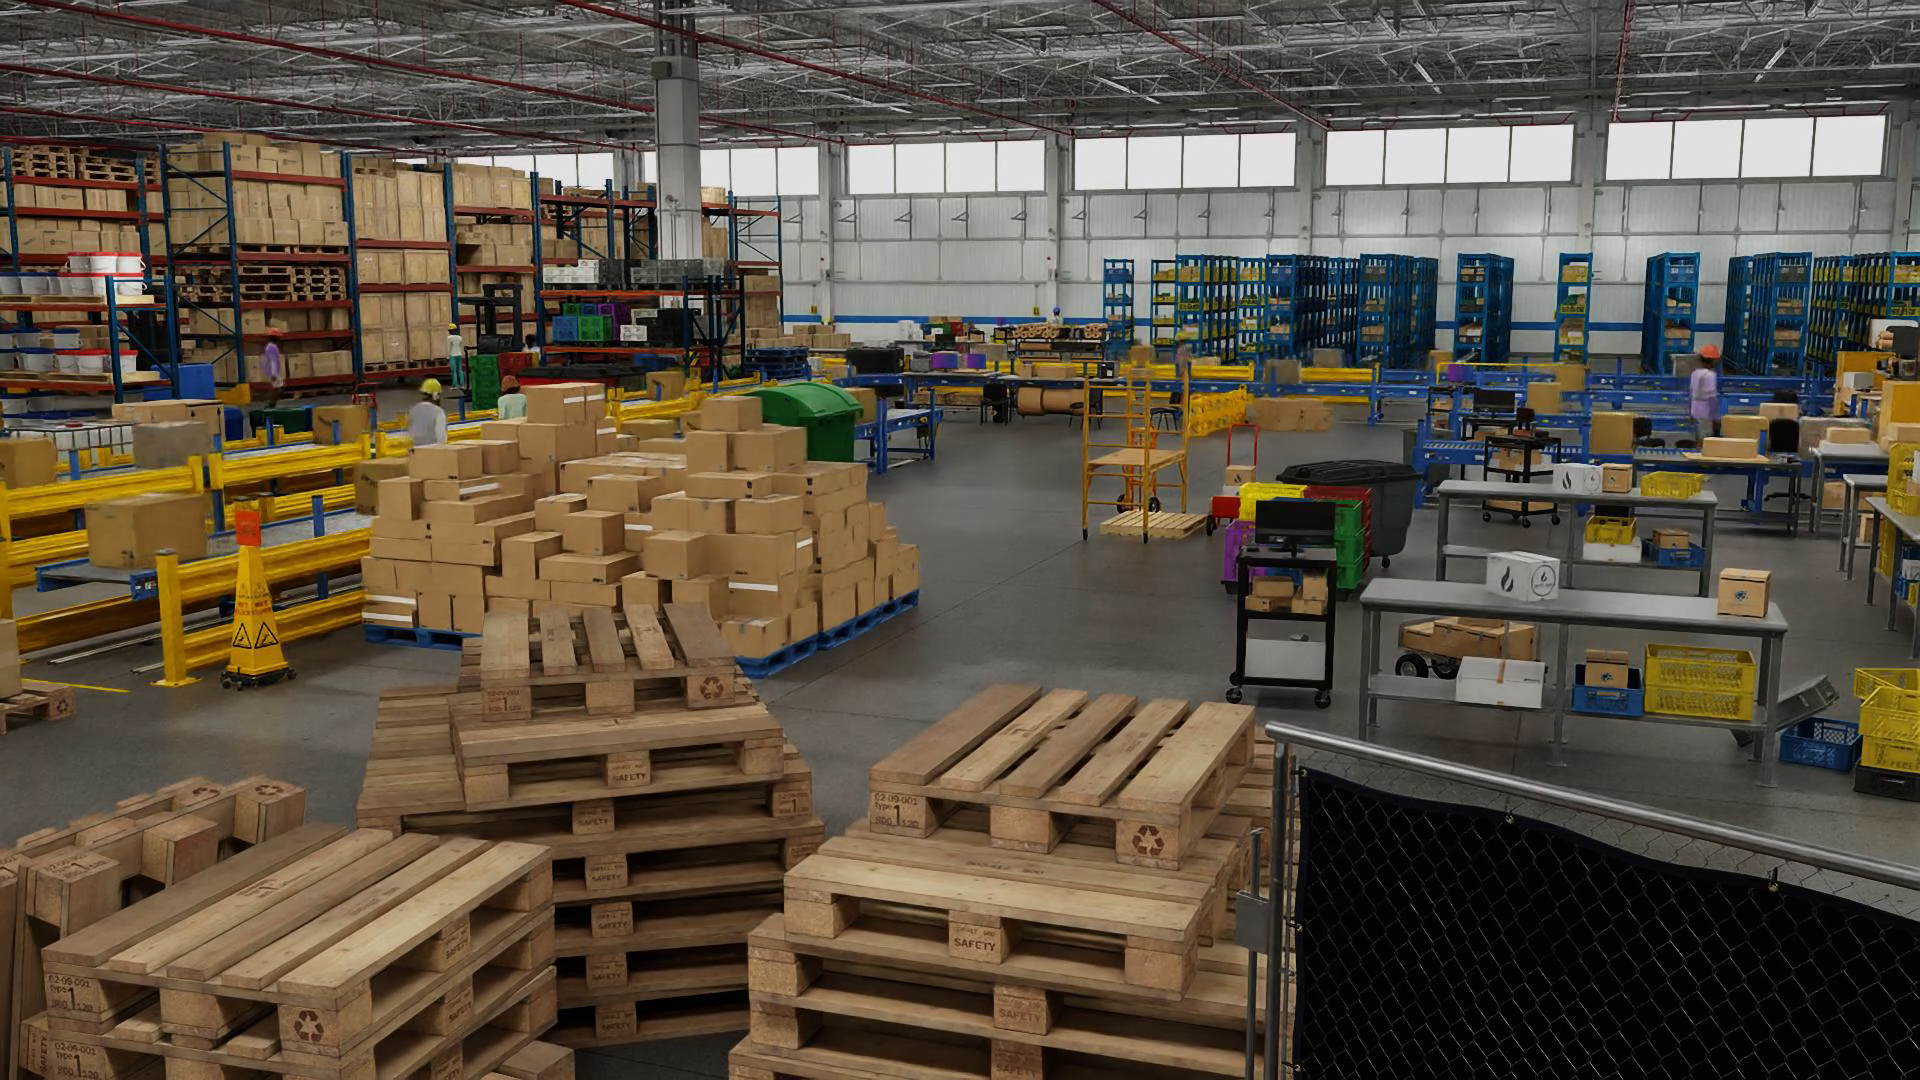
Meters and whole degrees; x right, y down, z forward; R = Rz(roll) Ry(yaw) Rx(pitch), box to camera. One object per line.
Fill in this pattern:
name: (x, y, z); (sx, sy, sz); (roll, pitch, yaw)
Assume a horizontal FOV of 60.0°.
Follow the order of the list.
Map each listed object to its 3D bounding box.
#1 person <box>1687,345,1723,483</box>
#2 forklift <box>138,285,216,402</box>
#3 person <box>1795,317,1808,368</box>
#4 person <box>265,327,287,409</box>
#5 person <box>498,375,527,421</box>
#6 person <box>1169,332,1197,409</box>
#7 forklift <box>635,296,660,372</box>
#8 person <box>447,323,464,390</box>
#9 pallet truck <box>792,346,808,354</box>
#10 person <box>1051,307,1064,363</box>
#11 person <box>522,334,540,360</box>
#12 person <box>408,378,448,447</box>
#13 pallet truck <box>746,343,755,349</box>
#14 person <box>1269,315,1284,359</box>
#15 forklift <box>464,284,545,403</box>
person: (10.887, -1.832, 24.261); (0.446, 2.025, 0.618); (1, 9, 7)
forklift: (-17.480, -4.200, 36.461); (1.873, 2.768, 1.129); (3, 10, 19)
person: (24.359, -5.560, 48.244); (0.373, 1.840, 0.570); (3, 10, 21)
person: (-14.693, -3.602, 35.738); (0.408, 1.922, 0.548); (-4, 10, -24)
person: (-6.296, -1.506, 23.449); (0.289, 1.633, 0.497); (7, 11, 37)
person: (5.051, -3.819, 37.595); (0.529, 1.747, 0.541); (1, 9, 8)
forklift: (-8.381, -6.023, 47.909); (1.873, 2.768, 1.129); (6, 11, 34)
person: (-13.443, -4.874, 44.212); (0.355, 1.755, 0.518); (4, 10, 26)
pallet truck: (-3.705, -4.298, 42.022); (0.653, 1.274, 1.630); (3, 10, 20)
person: (3.313, -6.962, 56.715); (0.389, 1.949, 0.602); (7, 11, 36)
person: (-9.880, -3.894, 38.272); (0.538, 1.685, 0.366); (4, 10, 24)
person: (-6.451, -1.057, 20.110); (0.587, 1.806, 0.857); (4, 10, 26)
pallet truck: (-6.183, -4.618, 44.264); (1.601, 1.201, 0.680); (-9, 12, -43)
person: (10.131, -6.398, 53.602); (0.773, 1.805, 0.621); (3, 10, 18)
forklift: (-10.832, -4.702, 39.610); (1.129, 2.768, 1.873); (3, 10, 20)
